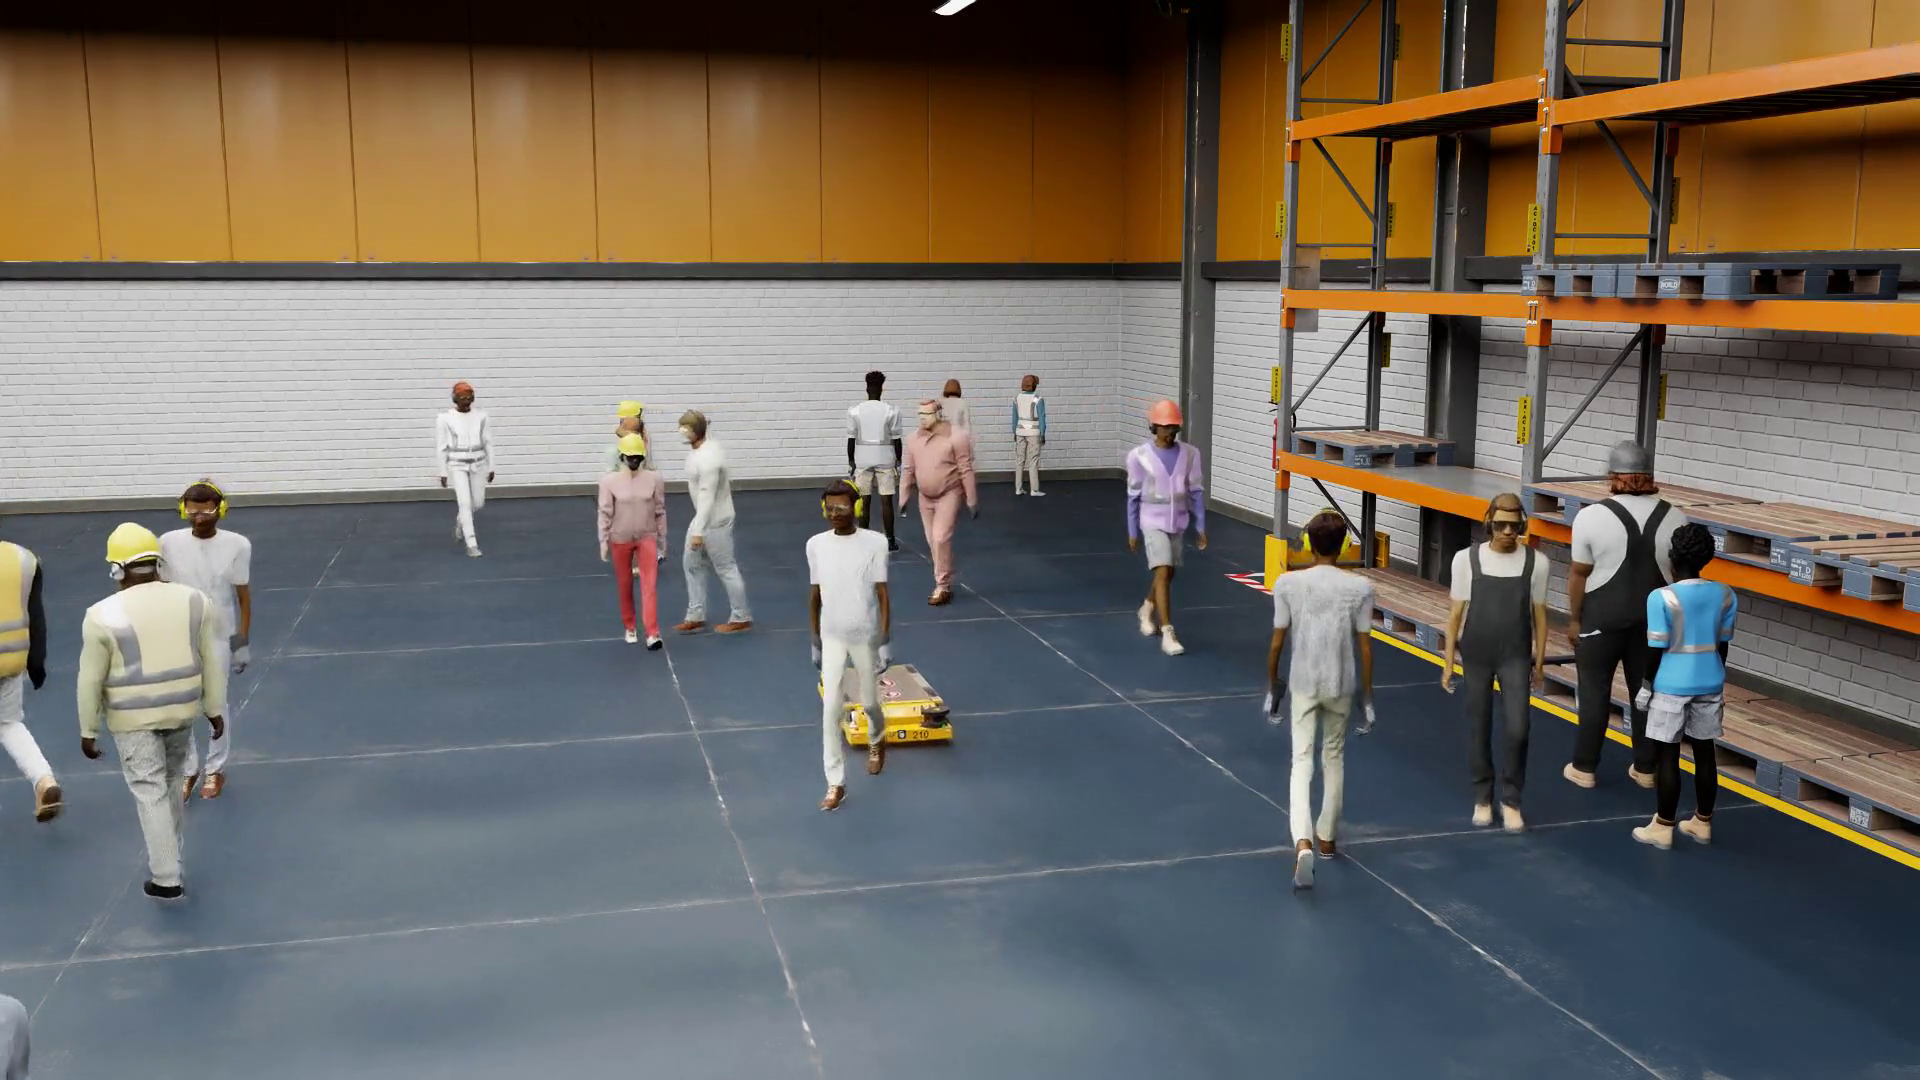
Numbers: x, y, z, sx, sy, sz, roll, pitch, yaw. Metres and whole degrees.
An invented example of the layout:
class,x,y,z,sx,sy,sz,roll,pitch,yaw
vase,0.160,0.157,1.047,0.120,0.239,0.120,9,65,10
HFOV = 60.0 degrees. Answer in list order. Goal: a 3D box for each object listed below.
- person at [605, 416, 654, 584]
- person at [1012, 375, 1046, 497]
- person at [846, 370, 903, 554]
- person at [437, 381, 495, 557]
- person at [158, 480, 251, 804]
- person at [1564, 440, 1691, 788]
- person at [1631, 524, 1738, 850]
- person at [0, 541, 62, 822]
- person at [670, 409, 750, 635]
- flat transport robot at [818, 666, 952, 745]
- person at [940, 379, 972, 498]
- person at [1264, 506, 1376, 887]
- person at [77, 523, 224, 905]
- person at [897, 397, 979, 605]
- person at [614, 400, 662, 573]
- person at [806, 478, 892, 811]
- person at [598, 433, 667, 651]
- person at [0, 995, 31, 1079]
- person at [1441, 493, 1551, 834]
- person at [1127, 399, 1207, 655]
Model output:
class,x,y,z,sx,sy,sz,roll,pitch,yaw
person,-3.228,-0.405,16.195,0.519,1.625,0.555,-5,10,-28
person,0.925,-1.395,22.284,0.523,1.636,0.310,7,11,37
person,-0.902,-0.818,17.676,0.609,1.959,0.387,1,9,6
person,-5.282,-0.772,17.719,0.610,1.856,0.757,-7,11,-35
person,-4.265,0.576,9.370,0.566,1.837,0.546,-3,10,-17
person,3.858,0.419,9.703,0.677,2.000,0.535,0,9,1
person,3.755,0.761,8.635,0.531,1.698,0.320,-3,9,-16
person,-5.118,0.680,8.760,0.542,1.823,0.629,4,10,26
person,-2.075,-0.129,13.586,0.772,1.889,0.651,-4,10,-21
flat transport robot,-0.526,1.072,11.137,0.652,0.197,1.431,-2,9,-13
person,-0.062,-1.313,21.854,0.515,1.594,0.782,2,9,15
person,1.784,0.758,8.235,0.539,1.842,0.865,2,9,10
person,-3.925,0.812,7.955,0.678,1.809,0.624,7,11,36
person,-0.235,-0.349,15.019,0.717,1.875,0.756,6,11,34
person,-3.204,-0.513,16.435,0.370,1.751,0.540,-1,9,-6
person,-0.618,0.547,9.521,0.517,1.846,0.844,1,9,6
person,-2.573,0.022,13.146,0.554,1.715,0.886,-3,10,-19
person,-2.299,1.586,3.731,0.434,1.620,0.505,5,10,29
person,2.840,0.658,8.861,0.531,1.824,0.553,3,10,18
person,1.627,-0.142,13.338,0.627,2.005,1.005,-3,9,-16
